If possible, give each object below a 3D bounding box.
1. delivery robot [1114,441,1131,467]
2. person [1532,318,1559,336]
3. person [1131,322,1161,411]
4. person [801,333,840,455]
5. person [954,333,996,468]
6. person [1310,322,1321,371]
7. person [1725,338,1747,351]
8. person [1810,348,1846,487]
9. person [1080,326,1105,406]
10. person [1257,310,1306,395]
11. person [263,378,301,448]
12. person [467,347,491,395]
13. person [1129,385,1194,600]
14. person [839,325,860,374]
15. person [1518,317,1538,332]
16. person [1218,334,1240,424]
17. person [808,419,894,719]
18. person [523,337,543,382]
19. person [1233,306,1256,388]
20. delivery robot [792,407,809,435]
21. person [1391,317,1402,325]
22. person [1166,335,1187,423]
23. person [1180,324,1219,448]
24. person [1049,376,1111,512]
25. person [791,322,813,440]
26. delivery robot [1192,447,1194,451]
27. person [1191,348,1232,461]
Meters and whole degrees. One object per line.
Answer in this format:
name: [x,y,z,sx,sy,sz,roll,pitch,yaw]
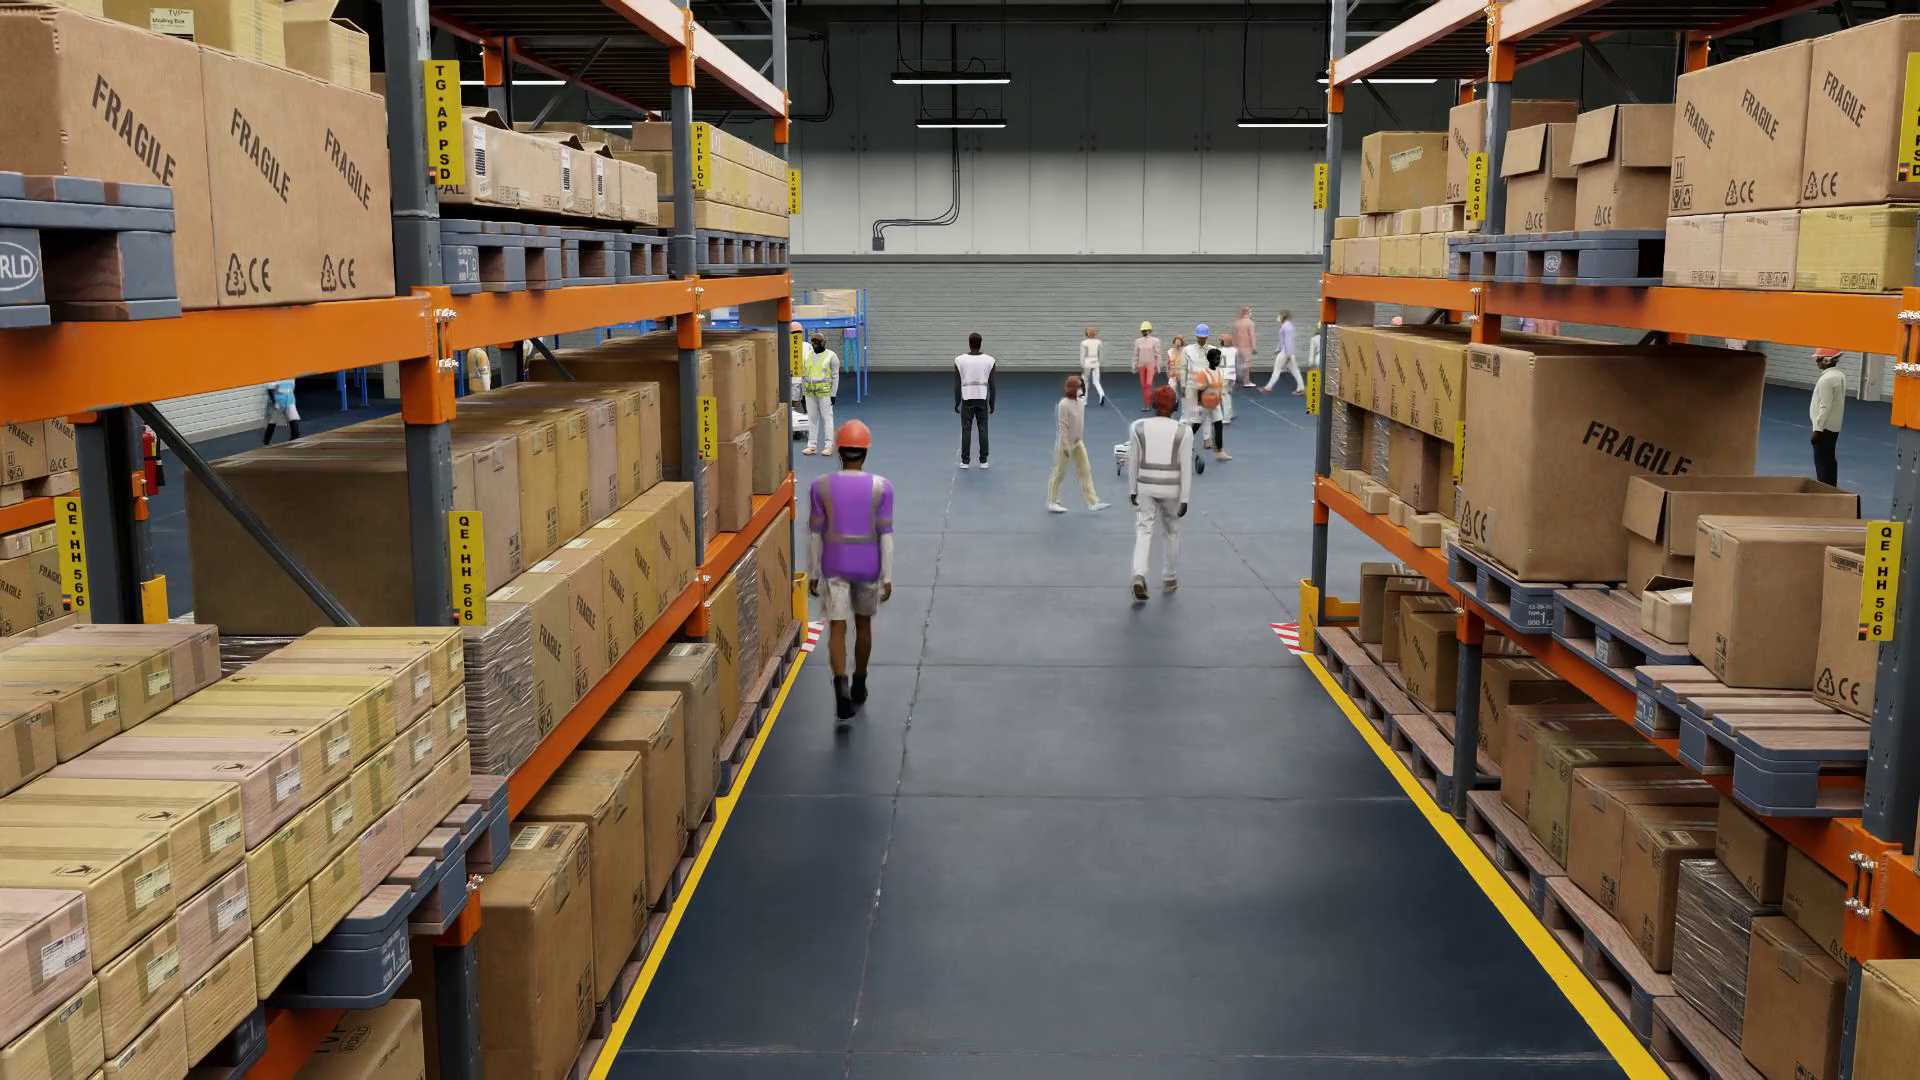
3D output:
delivery robot: [2.448,-1.221,22.950,0.707,0.478,0.477,-9,13,-44]
person: [13.842,-4.642,39.359,0.643,1.968,0.468,5,11,29]
person: [3.602,-3.377,32.427,0.557,1.743,0.640,5,11,28]
person: [-2.134,-2.208,25.172,0.626,1.844,0.429,4,10,25]
person: [0.216,-1.973,23.559,0.588,1.914,0.377,-1,10,-5]
person: [7.481,-3.665,34.356,0.493,1.689,0.934,5,11,28]
person: [18.965,-4.808,40.558,0.400,1.905,0.643,-3,10,-18]
person: [10.023,-1.304,19.296,0.396,1.990,0.624,9,13,42]
person: [2.664,-3.501,33.574,0.521,1.616,0.685,-4,10,-23]
person: [7.112,-4.108,36.476,1.058,1.876,0.623,3,10,16]
person: [-10.029,-2.006,24.526,0.903,1.653,0.525,7,12,37]
person: [-7.271,-2.277,25.281,0.344,1.942,0.549,-8,12,-38]
person: [1.727,-0.422,14.432,0.573,1.858,0.919,3,10,16]
person: [-2.879,-5.279,43.535,0.570,1.848,0.384,-4,10,-20]
person: [14.945,-5.381,43.584,0.615,2.037,0.390,3,10,15]
person: [4.762,-2.897,29.926,0.534,1.620,0.479,-6,11,-32]
person: [-0.699,0.178,10.694,0.552,1.906,0.905,0,9,-3]
person: [-8.227,-3.339,31.931,0.346,1.846,0.507,6,11,34]
person: [6.581,-4.478,38.635,0.717,1.886,0.659,-4,10,-23]
delivery robot: [-2.752,-1.929,27.190,0.707,0.478,0.477,-6,11,-33]
person: [7.322,-2.754,27.976,0.614,1.993,0.395,-2,10,-10]
person: [3.893,-2.879,29.921,0.506,1.600,0.806,5,11,29]
person: [3.764,-2.415,26.096,0.603,1.946,0.389,1,9,4]
person: [1.362,-1.099,19.264,0.819,1.592,0.528,8,12,40]
person: [-2.684,-2.624,27.401,0.376,1.925,0.552,9,13,42]
delivery robot: [3.093,-1.394,23.207,0.335,0.223,0.698,-1,10,-7]
person: [3.602,-2.001,24.498,0.548,1.655,0.795,-8,12,-40]
